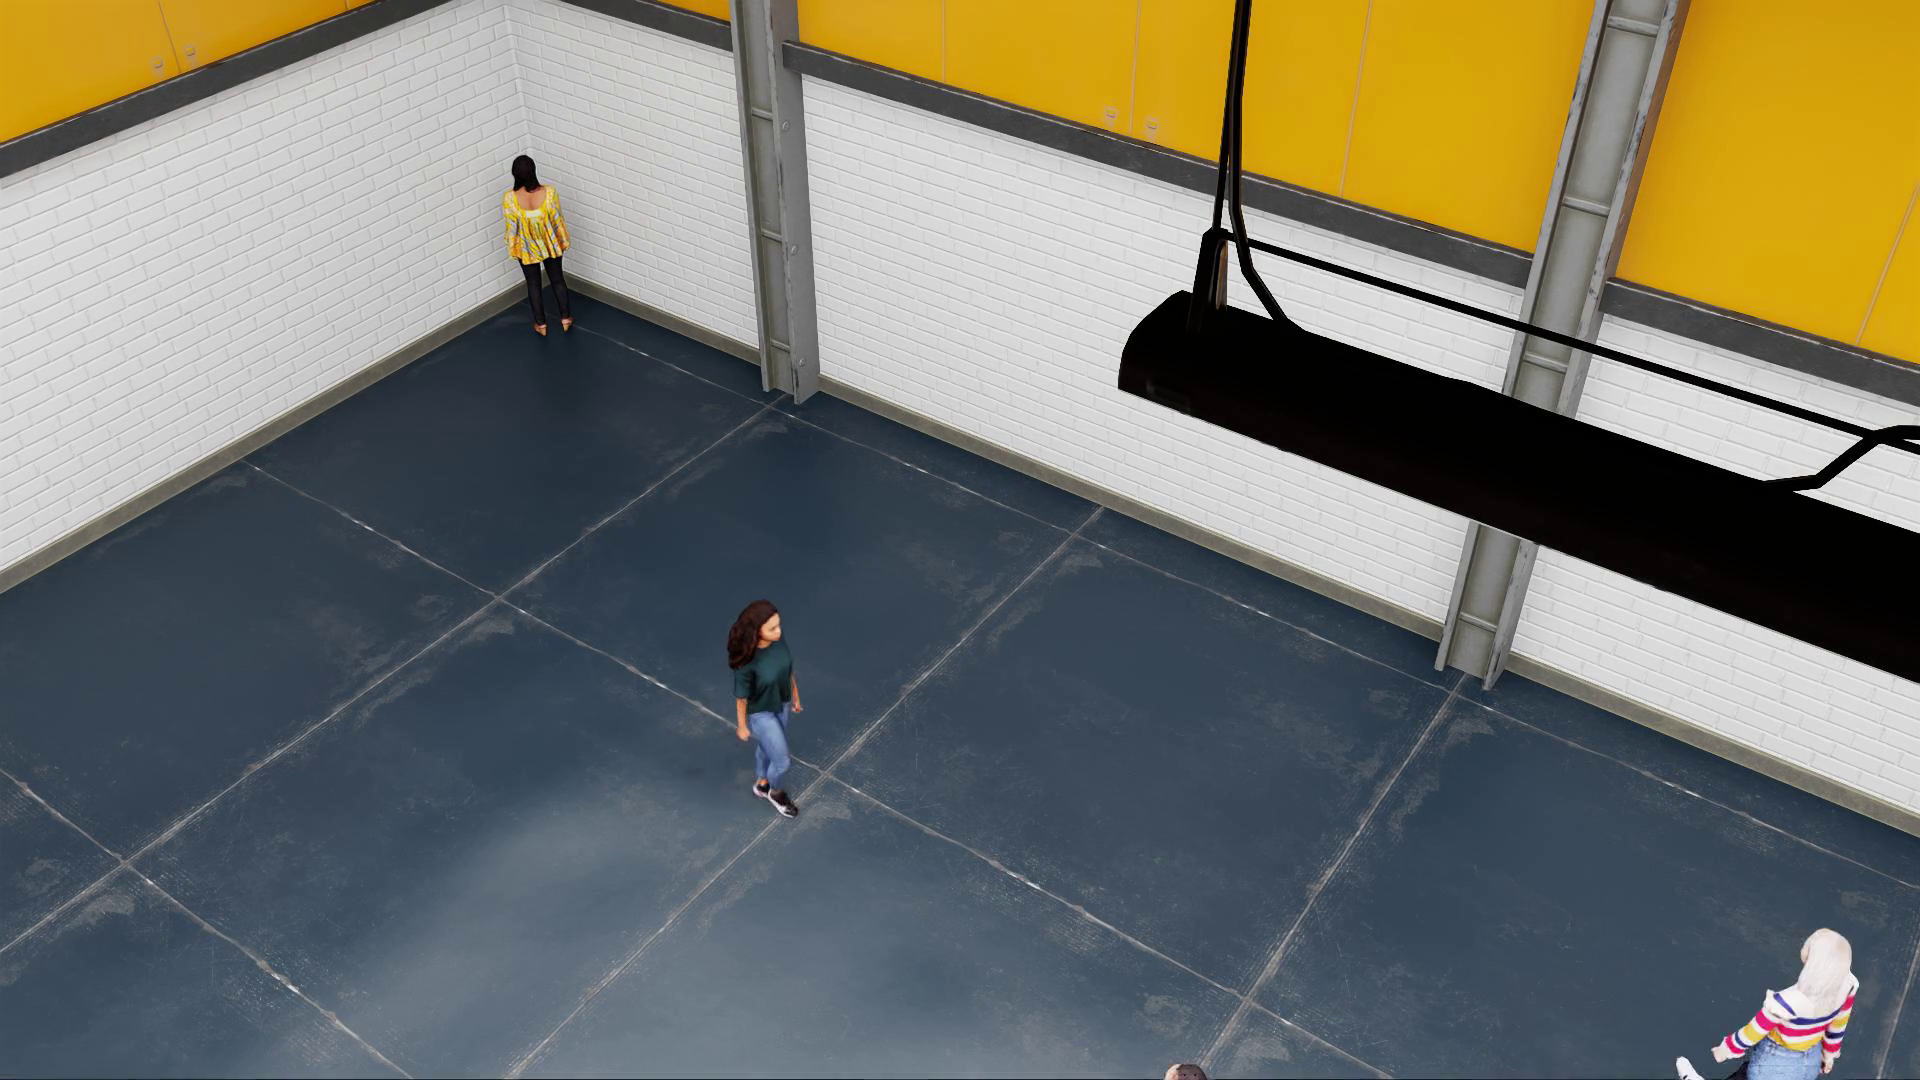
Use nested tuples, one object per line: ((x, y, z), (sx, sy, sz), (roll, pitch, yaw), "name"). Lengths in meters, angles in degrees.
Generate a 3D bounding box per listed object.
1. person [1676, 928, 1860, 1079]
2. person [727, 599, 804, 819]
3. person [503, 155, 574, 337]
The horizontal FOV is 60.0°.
((3.944, 2.567, 7.855), (1.046, 1.754, 1.222), (-14, 41, -17), "person")
((-1.221, 0.974, 9.967), (0.640, 1.607, 0.611), (21, 43, 24), "person")
((-3.633, -2.530, 14.317), (0.876, 1.654, 0.927), (-14, 41, -16), "person")
